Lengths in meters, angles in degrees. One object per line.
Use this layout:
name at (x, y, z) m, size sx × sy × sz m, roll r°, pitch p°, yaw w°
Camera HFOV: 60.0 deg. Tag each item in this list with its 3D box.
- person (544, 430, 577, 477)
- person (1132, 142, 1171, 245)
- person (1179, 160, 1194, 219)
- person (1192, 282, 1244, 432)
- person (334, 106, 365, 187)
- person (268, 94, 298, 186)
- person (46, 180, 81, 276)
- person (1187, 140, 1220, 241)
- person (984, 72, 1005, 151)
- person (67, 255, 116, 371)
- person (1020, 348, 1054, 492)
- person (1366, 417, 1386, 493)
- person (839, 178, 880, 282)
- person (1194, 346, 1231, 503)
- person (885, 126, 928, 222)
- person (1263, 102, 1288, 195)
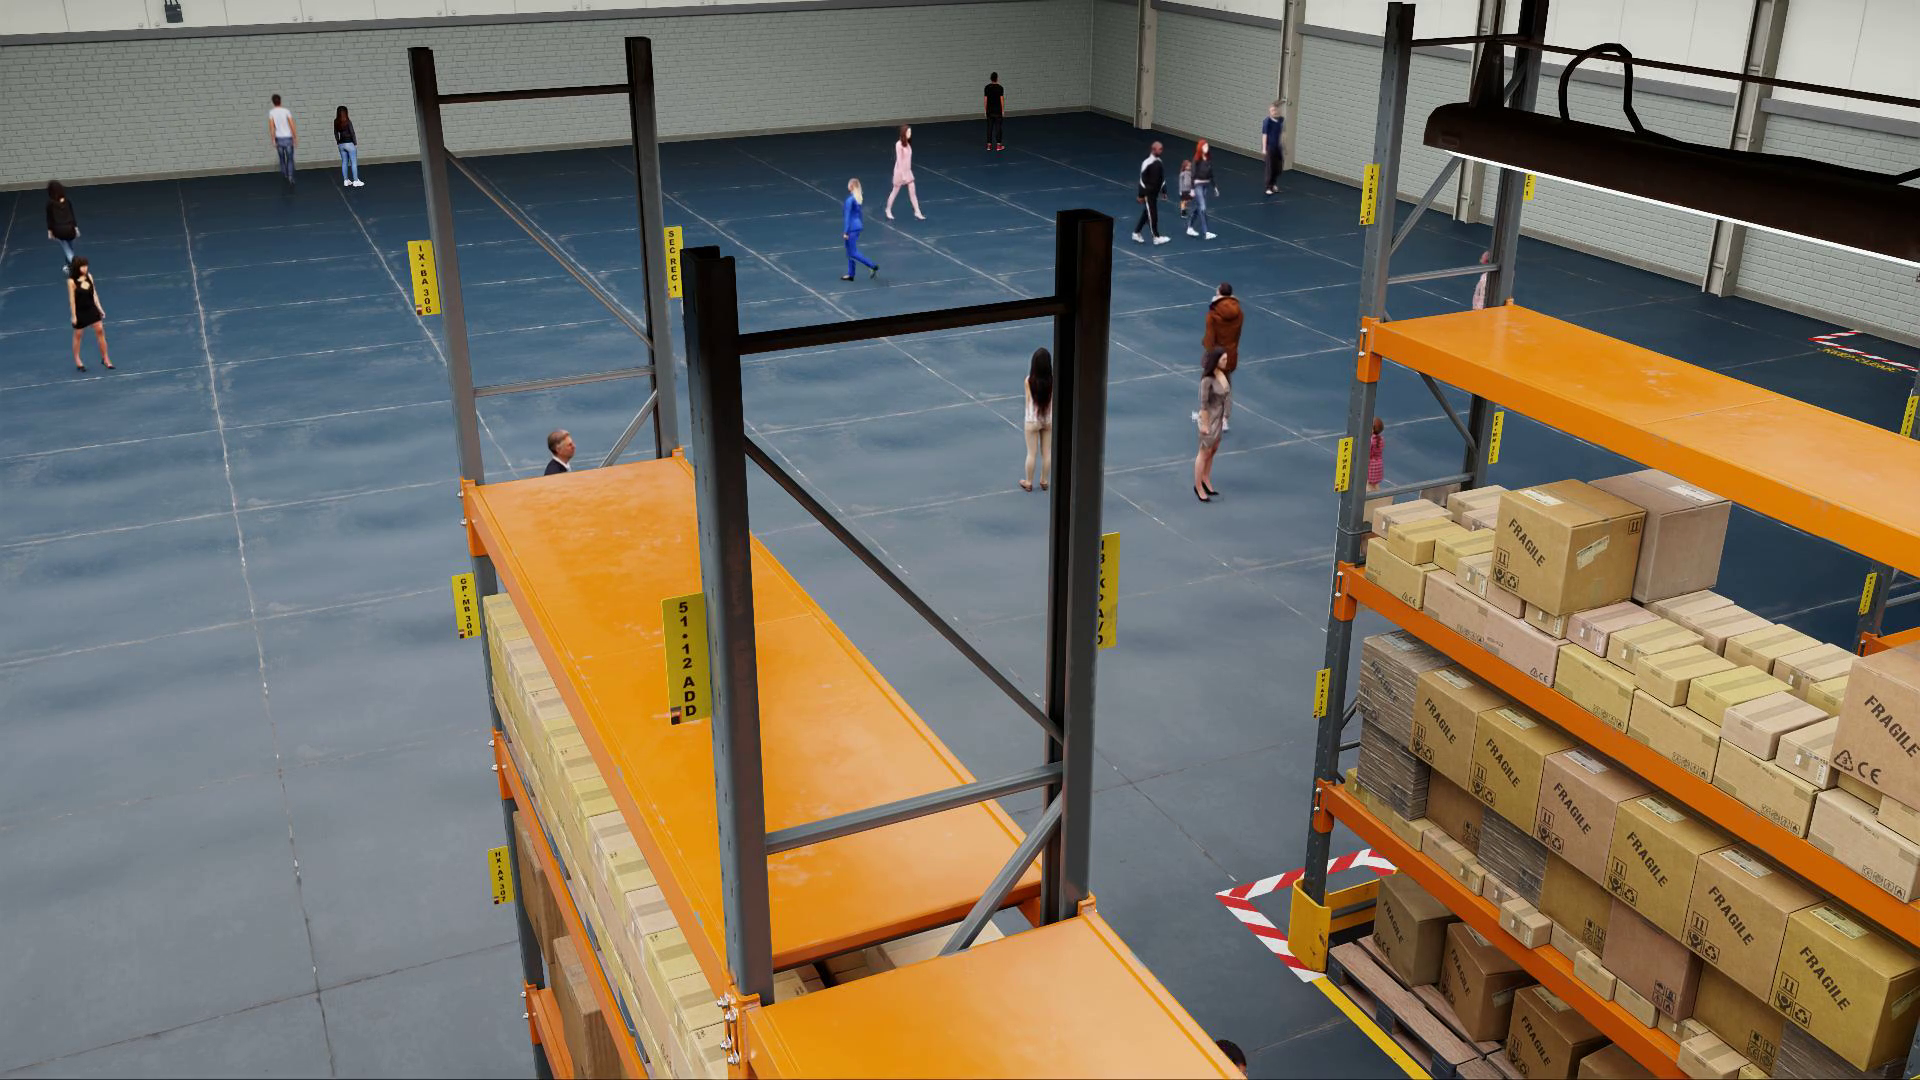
person at (-3.747, -0.139, 15.441) m, size 0.971 × 1.794 × 1.088 m, roll -2°, pitch 23°, yaw -4°
person at (3.319, -6.189, 29.673) m, size 1.184 × 1.790 × 0.994 m, roll 20°, pitch 30°, yaw 38°
person at (4.296, -6.731, 31.831) m, size 0.476 × 1.099 × 0.531 m, roll -10°, pitch 25°, yaw -22°
person at (3.225, -2.205, 20.276) m, size 0.699 × 1.813 × 0.806 m, roll -10°, pitch 25°, yaw -21°
person at (-12.762, -8.212, 34.631) m, size 0.717 × 1.634 × 0.778 m, roll 8°, pitch 24°, yaw 18°
person at (-14.027, -8.279, 34.535) m, size 0.782 × 1.831 × 1.225 m, roll -6°, pitch 24°, yaw -13°
person at (-14.598, -5.010, 27.137) m, size 1.117 × 1.606 × 0.848 m, roll 20°, pitch 30°, yaw 39°
person at (4.291, -6.329, 30.059) m, size 0.732 × 1.746 × 1.138 m, roll -16°, pitch 28°, yaw -33°
person at (0.796, -9.937, 38.529) m, size 0.725 × 1.758 × 0.777 m, roll 7°, pitch 24°, yaw 16°
person at (-11.936, -3.072, 22.598) m, size 1.004 × 1.592 × 0.887 m, roll 14°, pitch 27°, yaw 30°
person at (0.897, -1.317, 18.393) m, size 0.653 × 1.653 × 0.578 m, roll -10°, pitch 25°, yaw -23°
person at (4.486, -0.840, 18.077) m, size 0.454 × 1.021 × 0.477 m, roll -16°, pitch 28°, yaw -33°
person at (-1.651, -5.002, 27.021) m, size 1.035 × 1.682 × 0.998 m, roll 7°, pitch 24°, yaw 16°
person at (2.748, -1.286, 18.204) m, size 0.689 × 1.743 × 0.676 m, roll 14°, pitch 27°, yaw 29°
person at (-1.164, -6.877, 31.344) m, size 1.217 × 1.748 × 1.007 m, roll 15°, pitch 27°, yaw 31°
person at (6.367, -7.947, 33.747) m, size 0.785 × 1.838 × 0.864 m, roll -11°, pitch 26°, yaw -25°
